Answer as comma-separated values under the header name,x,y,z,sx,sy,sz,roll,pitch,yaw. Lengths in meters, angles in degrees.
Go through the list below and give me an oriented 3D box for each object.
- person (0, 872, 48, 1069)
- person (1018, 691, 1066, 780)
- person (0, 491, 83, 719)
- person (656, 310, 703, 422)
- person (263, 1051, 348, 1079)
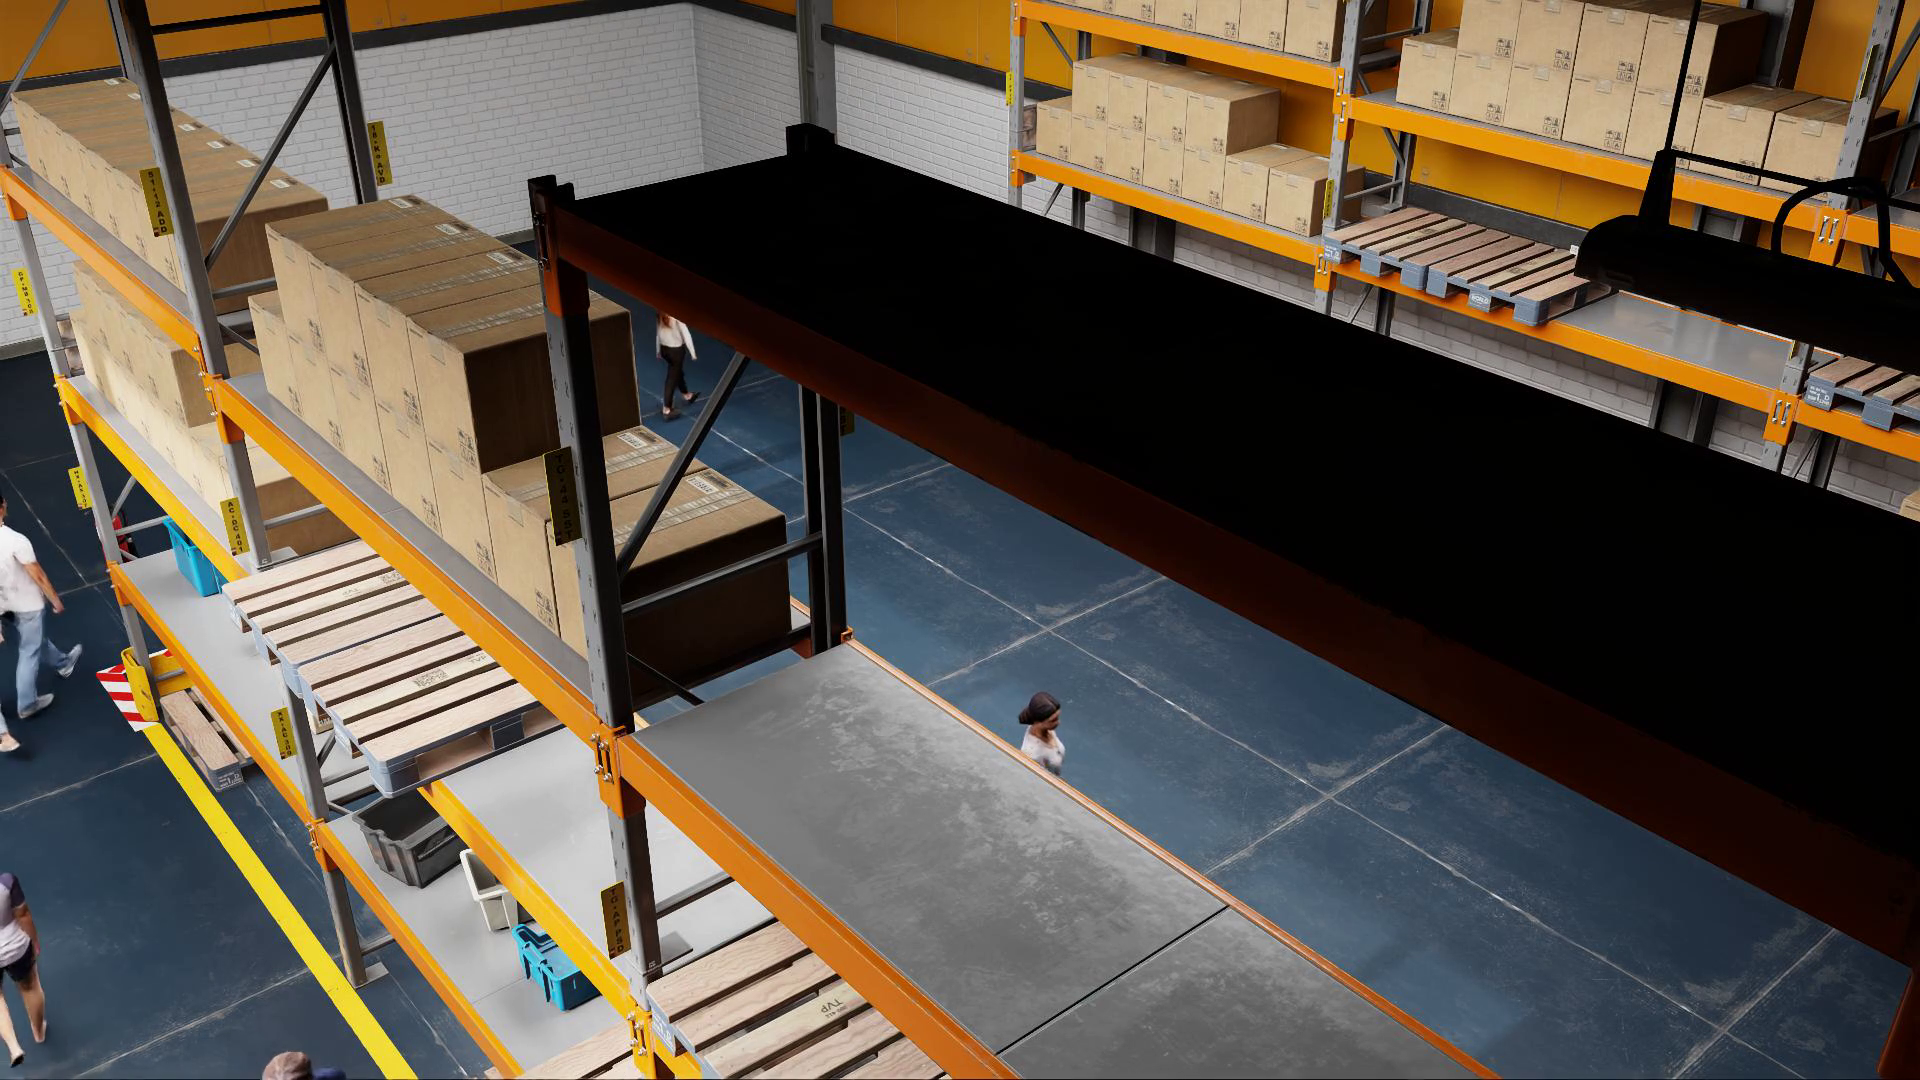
name,x,y,z,sx,sy,sz,roll,pitch,yaw
person,-5.485,2.362,9.483,0.627,1.550,0.798,-16,33,-27
person,0.392,1.689,10.508,0.918,1.751,0.847,5,29,10
person,-7.180,0.522,12.573,1.140,1.823,1.132,6,29,11
person,-3.072,-1.950,17.486,0.863,1.456,0.751,20,34,32
person,-3.042,3.042,7.944,0.809,1.831,0.758,13,31,23
